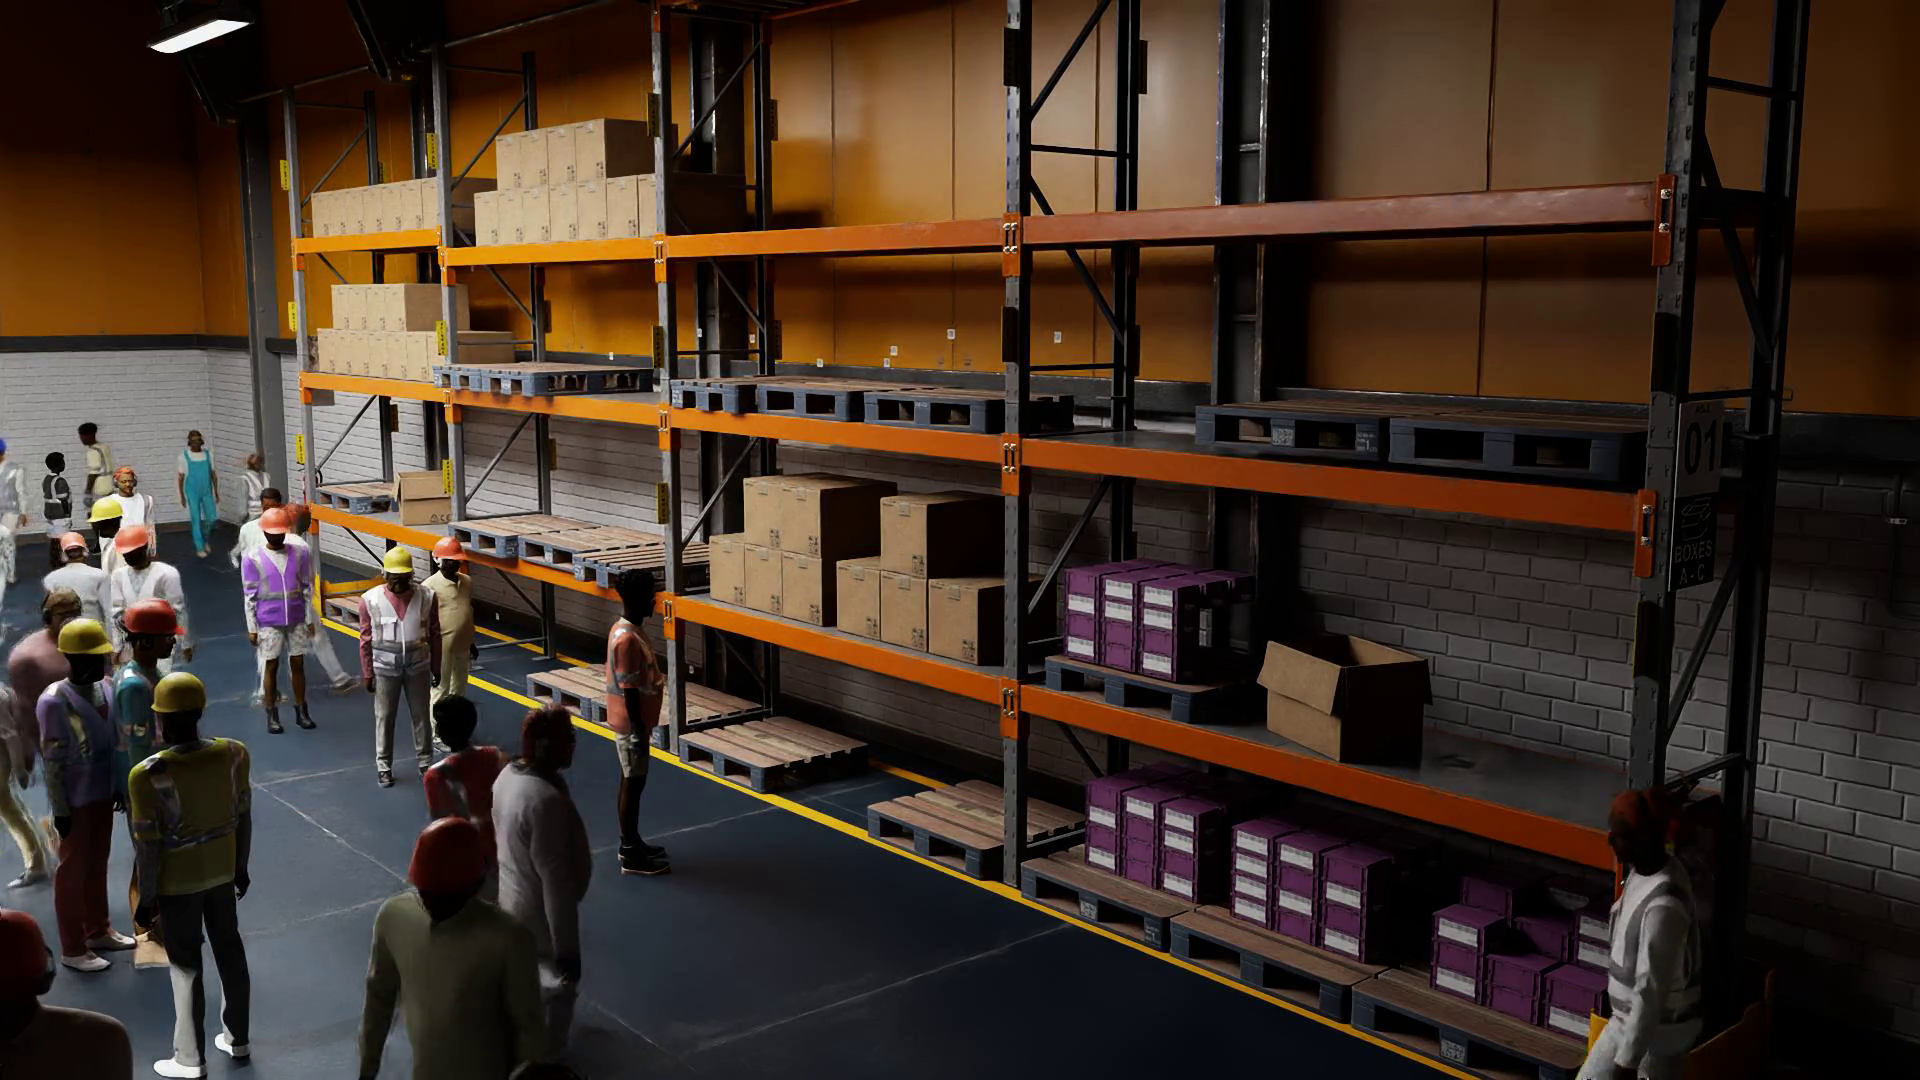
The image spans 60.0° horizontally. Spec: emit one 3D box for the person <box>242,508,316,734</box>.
[{"bbox_3d":[-5.739,0.678,14.059,0.548,1.924,0.387,-7,11,-40],"label":"person"}]

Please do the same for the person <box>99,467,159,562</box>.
[{"bbox_3d":[-8.897,0.152,17.827,0.344,1.882,0.585,8,11,42],"label":"person"}]

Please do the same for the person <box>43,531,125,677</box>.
[{"bbox_3d":[-7.385,0.785,14.041,0.646,1.717,0.391,1,8,6],"label":"person"}]

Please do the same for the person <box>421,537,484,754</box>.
[{"bbox_3d":[-4.122,0.839,13.505,0.329,1.751,0.563,4,9,23],"label":"person"}]

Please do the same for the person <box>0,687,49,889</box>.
[{"bbox_3d":[-5.974,1.413,10.081,0.502,1.585,0.869,5,9,30],"label":"person"}]

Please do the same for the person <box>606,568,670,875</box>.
[{"bbox_3d":[-2.071,1.146,10.637,0.364,1.965,0.610,-2,8,-13],"label":"person"}]

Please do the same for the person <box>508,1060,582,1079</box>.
[{"bbox_3d":[-1.079,2.140,3.957,0.658,1.900,0.469,5,10,31],"label":"person"}]

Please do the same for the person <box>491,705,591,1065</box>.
[{"bbox_3d":[-1.826,1.657,7.345,0.399,1.897,0.702,-5,10,-33],"label":"person"}]

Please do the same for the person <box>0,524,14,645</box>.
[{"bbox_3d":[-9.879,0.369,16.918,0.488,1.715,0.656,-3,9,-17],"label":"person"}]

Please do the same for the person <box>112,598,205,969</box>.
[{"bbox_3d":[-4.424,1.326,9.166,0.404,2.035,0.606,-3,9,-18],"label":"person"}]

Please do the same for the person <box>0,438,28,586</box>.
[{"bbox_3d":[-12.300,-0.382,21.393,0.621,1.922,0.565,0,8,-3],"label":"person"}]

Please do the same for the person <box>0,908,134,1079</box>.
[{"bbox_3d":[-2.642,1.990,4.718,0.627,1.985,0.409,-3,9,-21],"label":"person"}]

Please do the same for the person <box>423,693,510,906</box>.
[{"bbox_3d":[-2.378,1.617,8.389,0.611,1.677,0.541,5,9,29],"label":"person"}]

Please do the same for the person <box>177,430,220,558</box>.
[{"bbox_3d":[-10.798,-0.652,23.606,0.536,1.829,0.402,-7,11,-39],"label":"person"}]

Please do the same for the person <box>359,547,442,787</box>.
[{"bbox_3d":[-4.202,0.948,12.530,0.591,1.824,0.404,-4,9,-24],"label":"person"}]

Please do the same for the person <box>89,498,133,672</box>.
[{"bbox_3d":[-7.508,0.566,14.861,0.407,1.911,0.609,-6,10,-35],"label":"person"}]

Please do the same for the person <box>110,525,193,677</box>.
[{"bbox_3d":[-6.401,0.815,13.145,0.566,1.907,0.497,1,8,10],"label":"person"}]

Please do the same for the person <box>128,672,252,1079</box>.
[{"bbox_3d":[-3.610,1.570,7.826,0.367,1.927,0.587,5,10,31],"label":"person"}]

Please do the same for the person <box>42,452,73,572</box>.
[{"bbox_3d":[-11.696,-0.297,21.601,0.535,1.697,0.318,7,10,38],"label":"person"}]

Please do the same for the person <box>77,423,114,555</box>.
[{"bbox_3d":[-12.348,-0.725,23.820,0.408,1.926,0.632,-2,8,-15],"label":"person"}]

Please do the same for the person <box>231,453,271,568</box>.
[{"bbox_3d":[-9.497,-0.367,22.367,0.634,1.622,0.522,3,9,20],"label":"person"}]

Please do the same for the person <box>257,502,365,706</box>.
[{"bbox_3d":[-5.993,0.565,15.150,0.574,1.834,0.985,6,10,38],"label":"person"}]

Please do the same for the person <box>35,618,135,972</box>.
[{"bbox_3d":[-4.789,1.379,9.154,0.386,1.927,0.589,1,8,5],"label":"person"}]

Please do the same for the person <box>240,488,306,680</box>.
[{"bbox_3d":[-6.432,0.452,15.649,0.589,1.913,0.394,-3,9,-21],"label":"person"}]

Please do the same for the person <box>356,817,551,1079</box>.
[{"bbox_3d":[-1.754,1.887,5.739,0.696,1.935,0.794,3,9,20],"label":"person"}]

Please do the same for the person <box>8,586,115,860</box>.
[{"bbox_3d":[-5.615,1.209,10.382,0.669,1.917,0.648,5,9,30],"label":"person"}]

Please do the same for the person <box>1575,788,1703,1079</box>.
[{"bbox_3d":[2.542,1.824,6.260,0.551,1.862,0.603,2,9,16],"label":"person"}]
